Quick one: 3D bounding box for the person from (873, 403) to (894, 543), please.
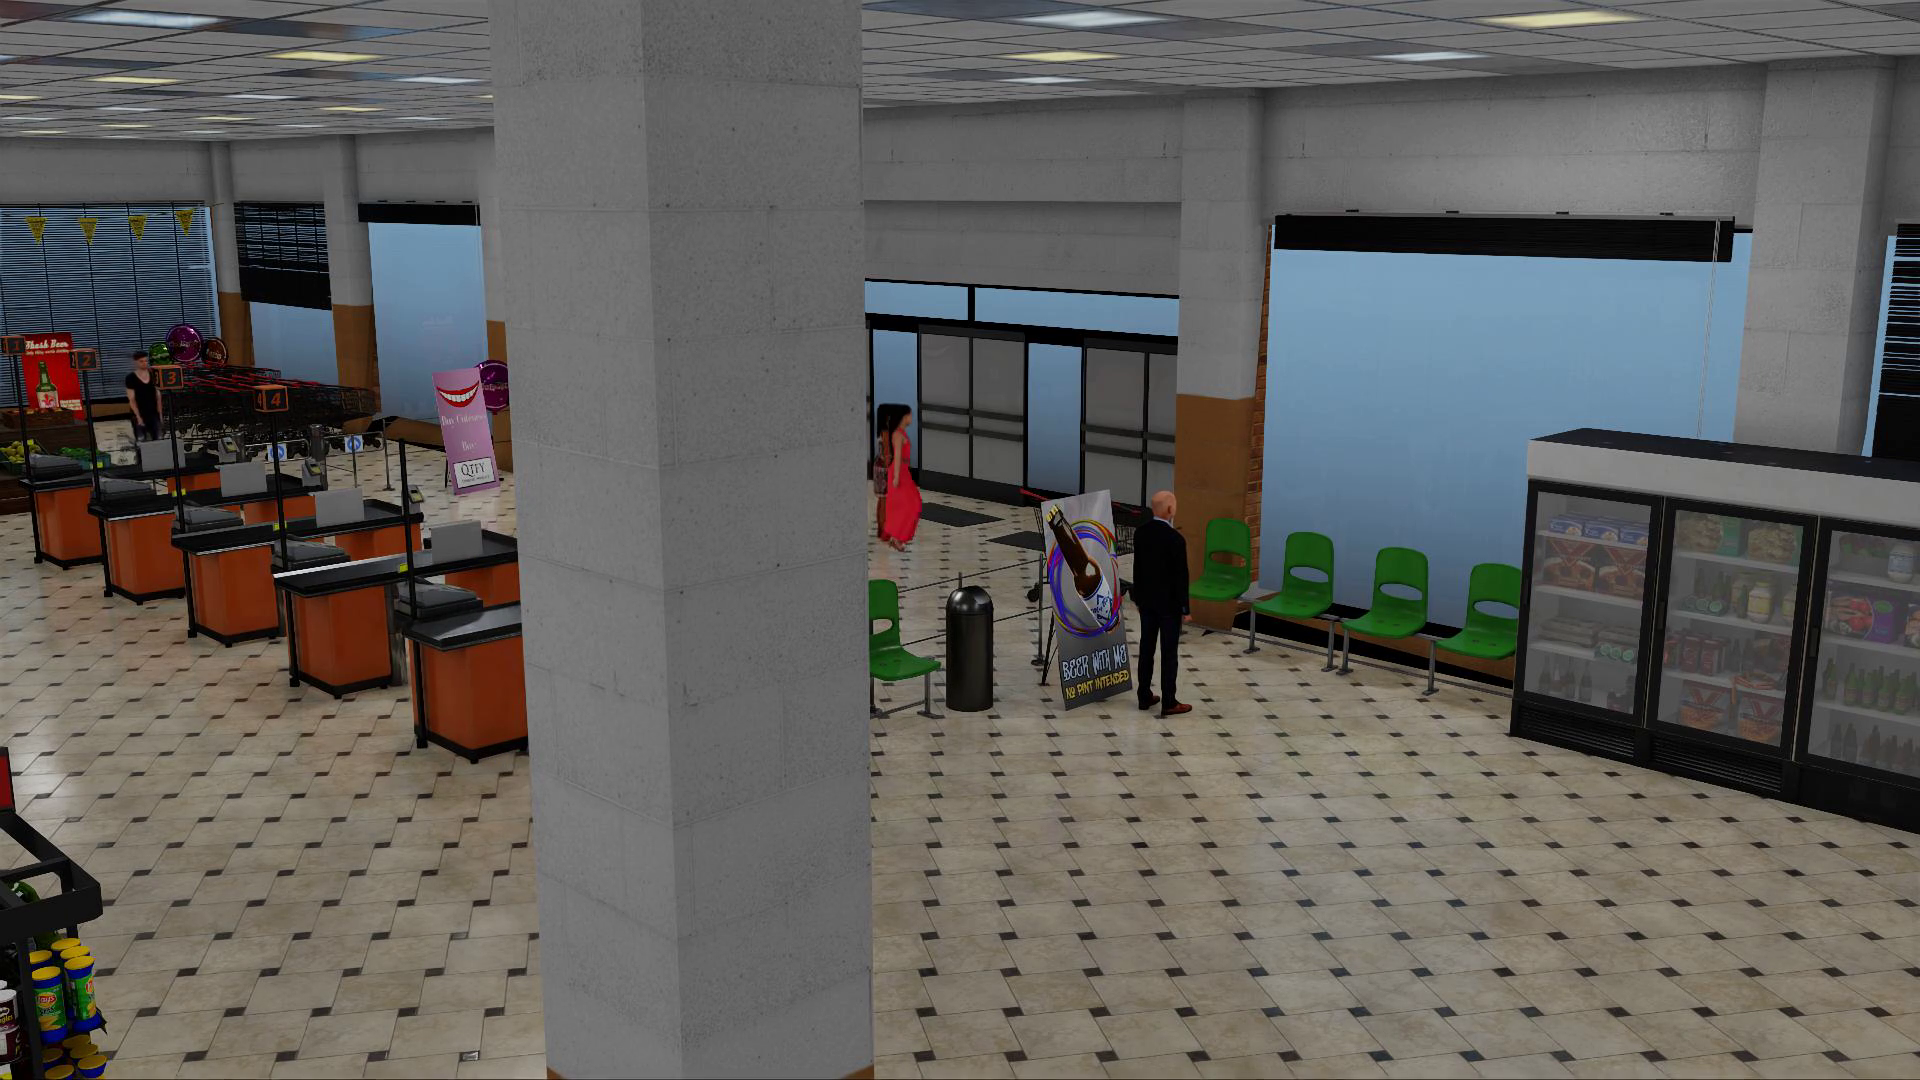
[{"bbox_3d":[-0.892,-0.821,19.860,0.742,1.645,0.727,-2,12,-9],"label":"person"}]

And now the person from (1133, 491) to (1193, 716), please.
[{"bbox_3d":[1.598,0.491,13.250,0.667,1.800,0.568,11,16,43],"label":"person"}]

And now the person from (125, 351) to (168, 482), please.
[{"bbox_3d":[-11.681,-1.745,23.740,1.031,1.854,0.706,-11,16,-43],"label":"person"}]

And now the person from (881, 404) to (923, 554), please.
[{"bbox_3d":[-0.777,-0.689,19.093,0.872,1.703,0.812,1,12,3],"label":"person"}]
